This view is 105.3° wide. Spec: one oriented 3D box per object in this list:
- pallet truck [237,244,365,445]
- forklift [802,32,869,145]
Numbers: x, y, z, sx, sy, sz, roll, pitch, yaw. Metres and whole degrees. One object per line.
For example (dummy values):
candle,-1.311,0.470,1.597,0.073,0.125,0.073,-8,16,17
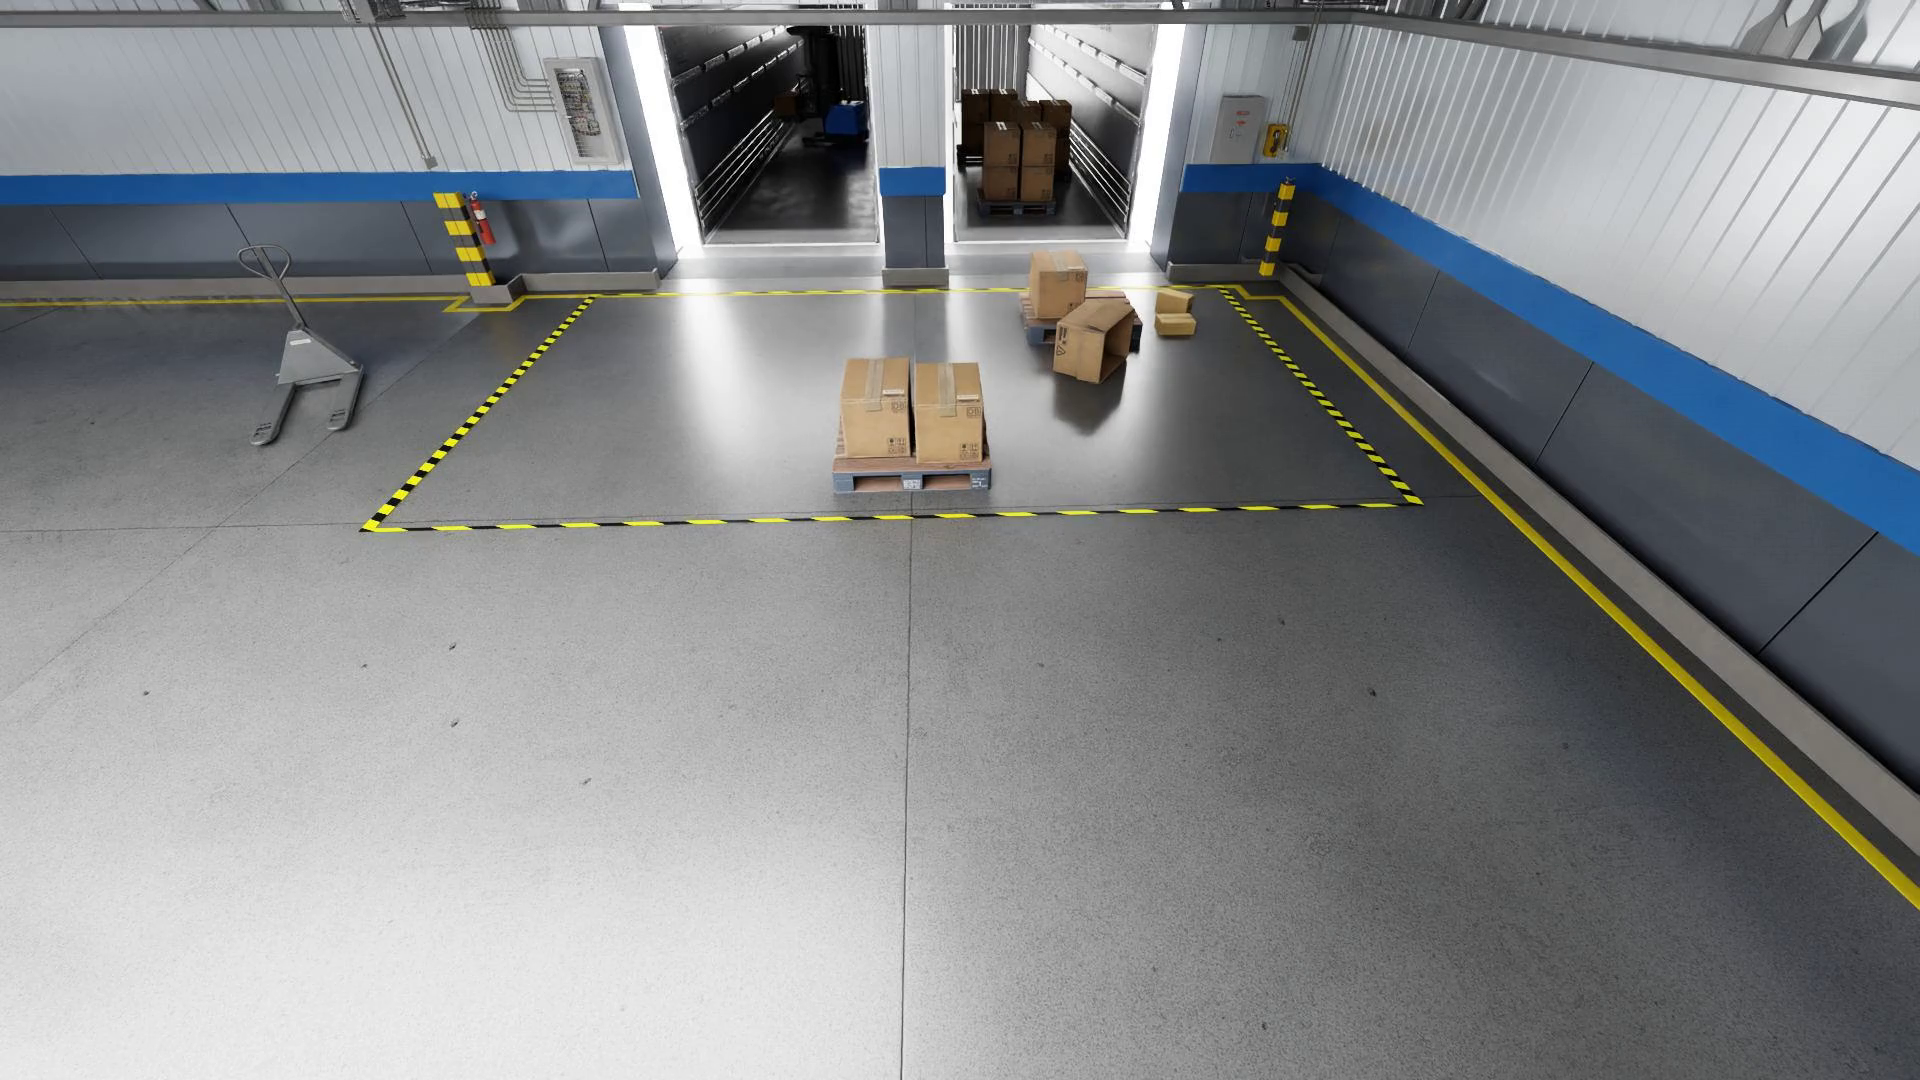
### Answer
pallet truck,-5.915,-1.733,6.366,0.680,1.201,1.601,-18,42,-21
forklift,-2.551,-9.627,15.669,0.776,2.013,0.716,11,40,14
